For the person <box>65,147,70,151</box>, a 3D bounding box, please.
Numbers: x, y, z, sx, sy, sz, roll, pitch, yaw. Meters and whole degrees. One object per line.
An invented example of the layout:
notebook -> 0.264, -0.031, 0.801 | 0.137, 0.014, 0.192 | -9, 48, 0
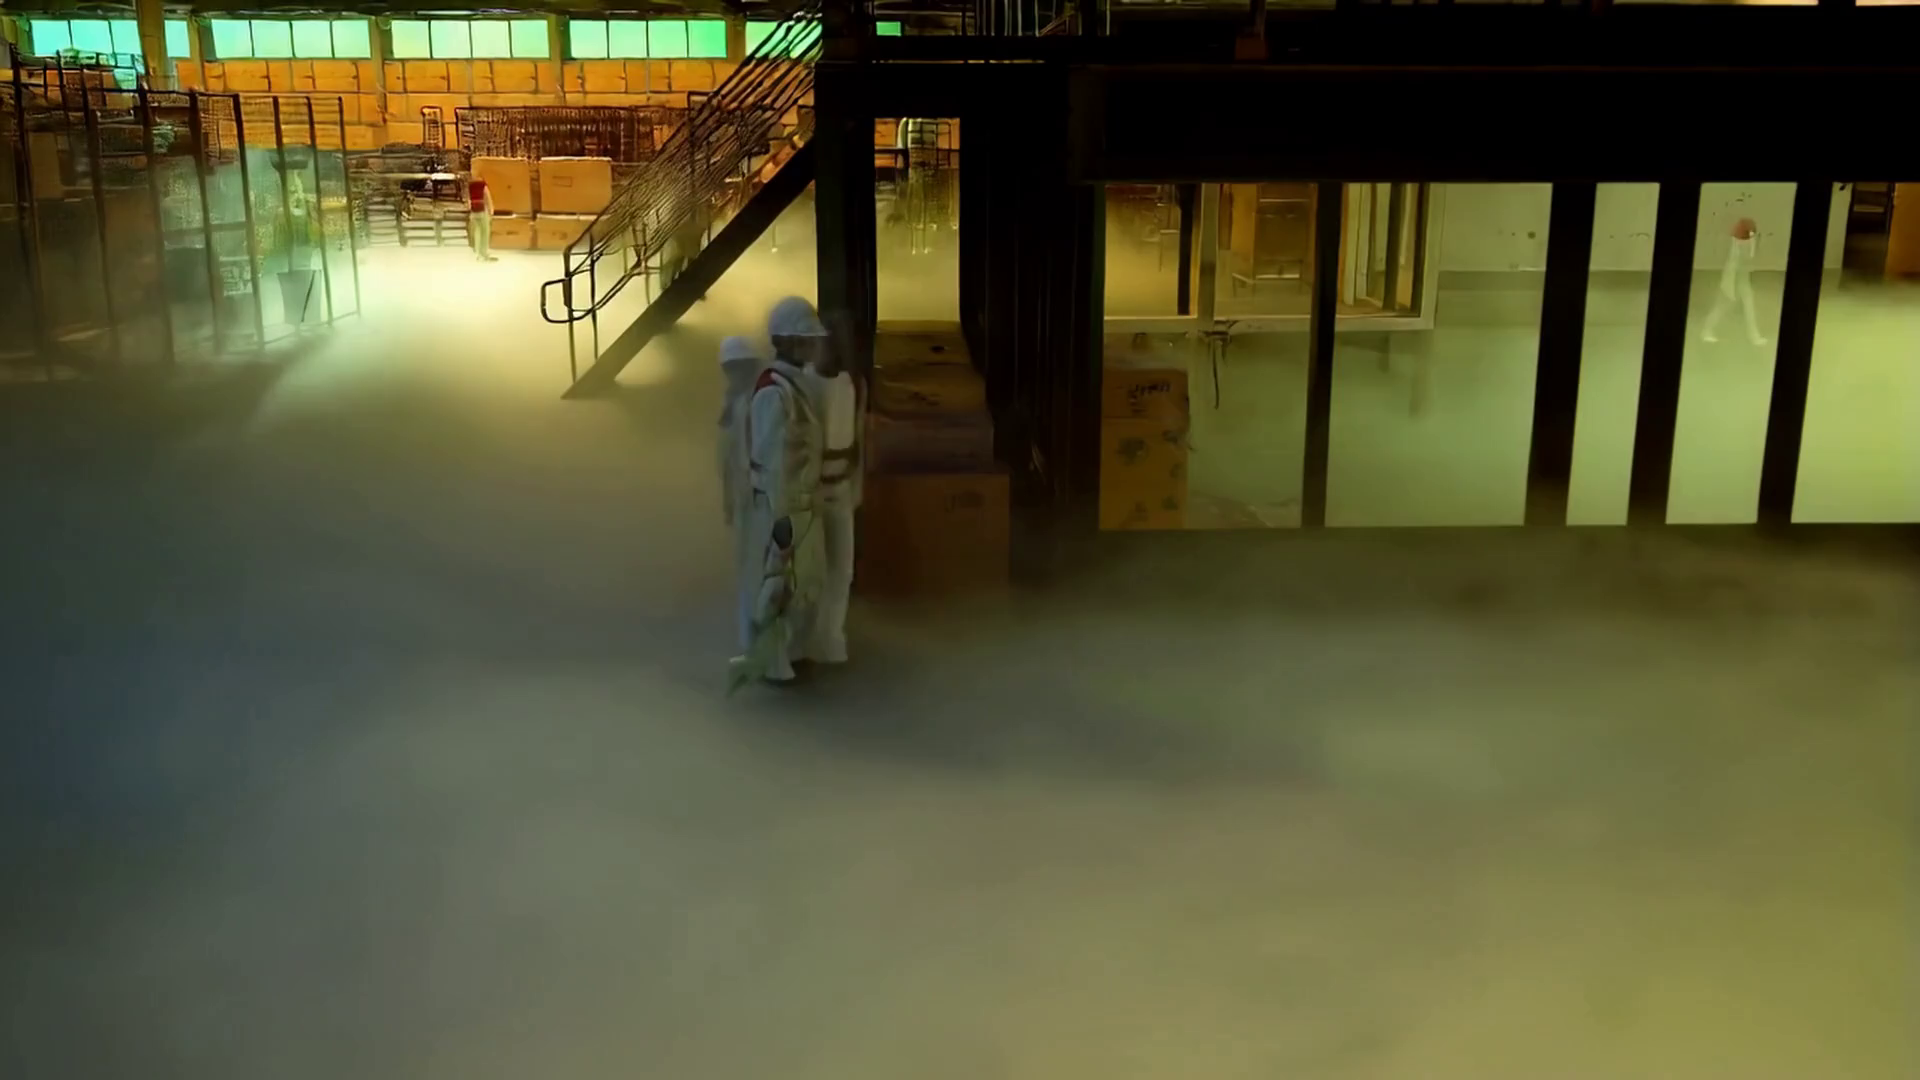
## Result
person -> -39.287, -16.424, 73.283 | 0.560, 1.736, 0.754 | 0, 14, 1

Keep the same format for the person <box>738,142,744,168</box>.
person -> -11.223, -19.716, 86.258 | 0.594, 1.832, 0.403 | -3, 14, -13

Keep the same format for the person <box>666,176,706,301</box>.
person -> -4.347, -4.735, 26.144 | 0.638, 1.946, 0.639 | -12, 19, -40

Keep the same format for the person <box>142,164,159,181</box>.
person -> -24.574, -10.680, 50.577 | 0.521, 1.617, 0.374 | -1, 14, -5

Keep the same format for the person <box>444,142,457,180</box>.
person -> -23.589, -17.454, 77.061 | 0.618, 1.911, 0.658 | -6, 15, -23

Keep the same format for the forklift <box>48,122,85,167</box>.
forklift -> -37.768, -16.203, 70.094 | 1.129, 2.768, 1.873 | -1, 14, -2

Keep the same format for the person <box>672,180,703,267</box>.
person -> -4.981, -5.760, 30.678 | 0.758, 1.742, 0.528 | 1, 14, 5

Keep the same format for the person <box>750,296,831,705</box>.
person -> -0.808, -0.194, 7.997 | 0.402, 1.945, 0.614 | 1, 14, 5

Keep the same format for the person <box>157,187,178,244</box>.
person -> -11.661, -4.235, 24.327 | 0.538, 1.860, 0.505 | 3, 14, 12

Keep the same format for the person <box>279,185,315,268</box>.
person -> -9.868, -4.354, 24.837 | 0.331, 1.843, 0.520 | 7, 16, 26

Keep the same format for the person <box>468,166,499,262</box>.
person -> -9.690, -6.596, 33.651 | 0.593, 1.918, 0.391 | 10, 17, 33

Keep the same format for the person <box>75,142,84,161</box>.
person -> -39.573, -16.950, 74.957 | 0.816, 1.949, 0.639 | -10, 17, -34

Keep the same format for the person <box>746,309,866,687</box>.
person -> -0.752, -0.218, 8.275 | 0.689, 1.858, 0.640 | 13, 19, 42

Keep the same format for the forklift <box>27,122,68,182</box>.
forklift -> -35.376, -14.773, 64.377 | 1.129, 2.768, 1.873 | -1, 14, -2

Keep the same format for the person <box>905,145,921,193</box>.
person -> -1.929, -14.997, 67.306 | 0.660, 1.884, 0.665 | -10, 17, -35

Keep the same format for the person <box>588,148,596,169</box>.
person -> -15.405, -15.550, 69.742 | 0.328, 1.767, 0.531 | -1, 14, -4

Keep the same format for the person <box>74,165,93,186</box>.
person -> -18.718, -7.105, 35.772 | 0.994, 1.886, 0.549 | 4, 14, 14

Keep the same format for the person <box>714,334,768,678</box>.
person -> -1.048, -0.170, 8.405 | 0.325, 1.714, 0.529 | -3, 14, -13
